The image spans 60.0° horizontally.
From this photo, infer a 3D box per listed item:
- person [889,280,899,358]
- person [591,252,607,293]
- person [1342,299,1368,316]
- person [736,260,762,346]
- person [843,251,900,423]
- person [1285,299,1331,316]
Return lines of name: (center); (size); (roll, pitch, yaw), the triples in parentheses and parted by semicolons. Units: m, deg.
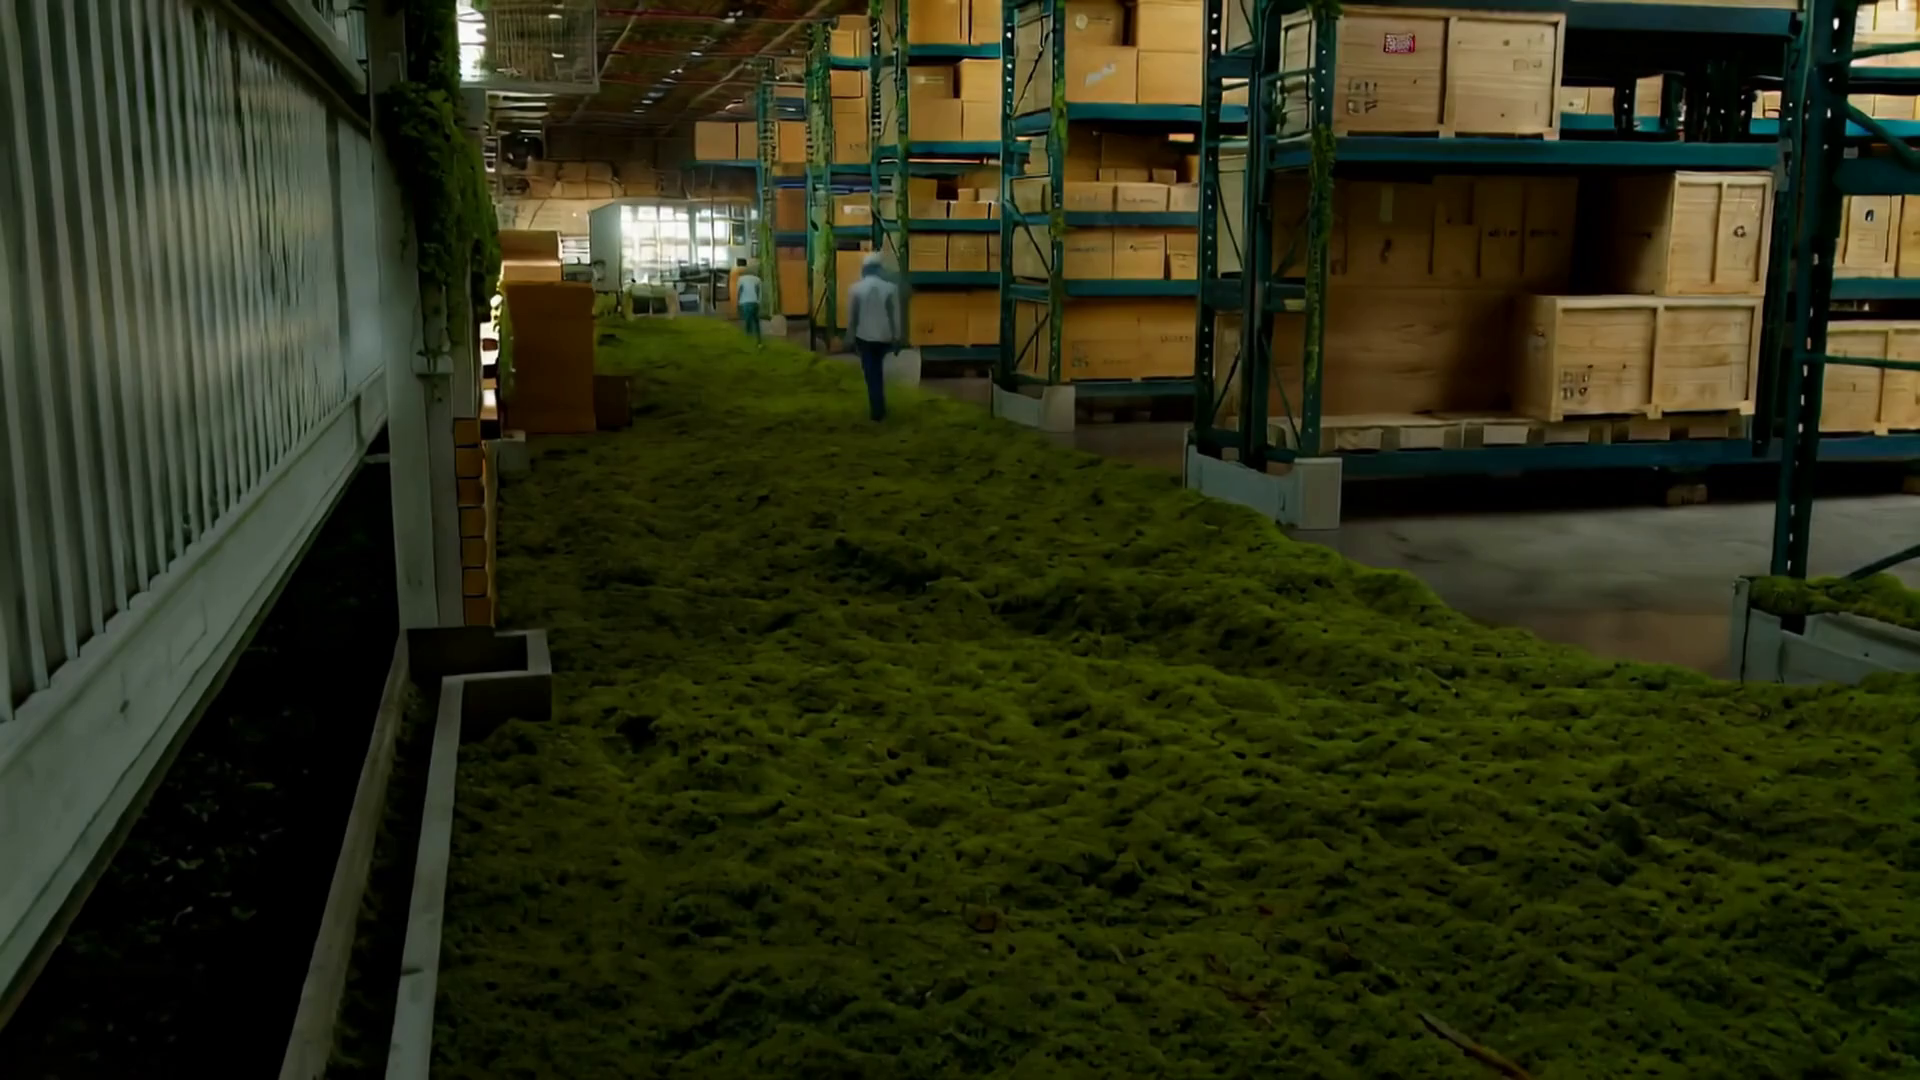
person: (-1.066, -4.295, 30.326); (0.963, 1.958, 0.630); (-1, 10, -6)
person: (-12.622, -9.174, 58.354); (0.572, 1.822, 0.644); (-6, 12, -29)
person: (3.590, -1.478, 15.276); (0.405, 1.624, 0.550); (-4, 11, -22)
person: (-4.289, -4.825, 33.900); (0.534, 1.755, 0.512); (-4, 11, -21)
person: (-1.047, -2.339, 19.211); (0.607, 1.959, 0.688); (-6, 12, -32)
person: (3.783, -2.053, 17.976); (0.453, 1.827, 0.651); (-4, 11, -22)
